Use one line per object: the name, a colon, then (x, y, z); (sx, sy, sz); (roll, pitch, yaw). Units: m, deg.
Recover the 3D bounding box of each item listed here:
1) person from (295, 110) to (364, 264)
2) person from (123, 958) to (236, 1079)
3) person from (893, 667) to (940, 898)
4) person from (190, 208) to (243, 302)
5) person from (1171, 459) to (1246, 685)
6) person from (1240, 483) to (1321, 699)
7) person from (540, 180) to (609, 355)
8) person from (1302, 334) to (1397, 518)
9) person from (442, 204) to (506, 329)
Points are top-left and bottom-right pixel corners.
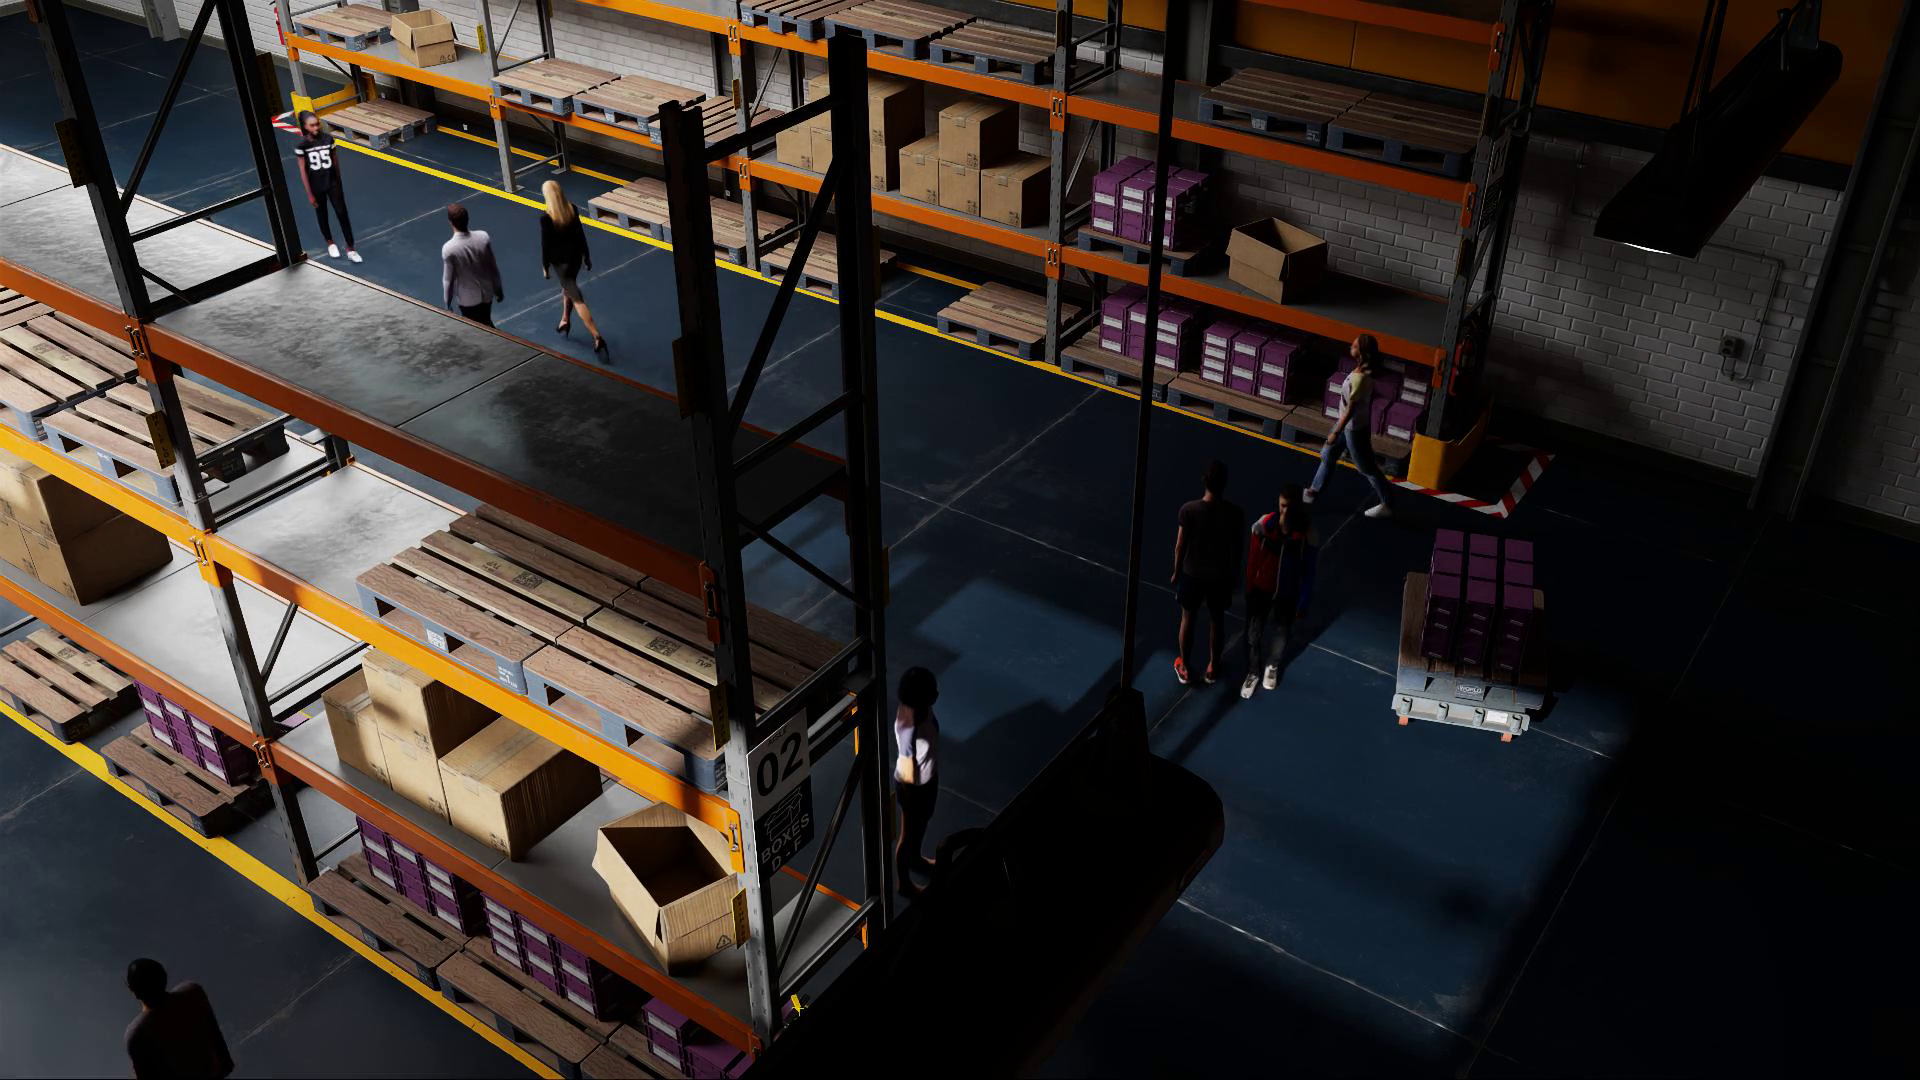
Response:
person: (-7.183, -3.980, 18.677); (0.808, 1.706, 1.012); (-21, 39, -28)
person: (-3.881, 2.787, 8.463); (0.861, 1.742, 0.711); (14, 36, 20)
person: (-0.278, 1.496, 10.415); (0.608, 1.731, 0.643); (9, 35, 13)
person: (-7.090, -2.332, 16.129); (1.110, 1.781, 0.740); (26, 42, 34)
person: (1.800, 0.249, 12.182); (0.667, 1.852, 0.793); (2, 34, 4)
person: (2.341, 0.311, 12.184); (0.738, 1.748, 0.818); (9, 35, 14)
person: (-3.858, -2.667, 16.627); (1.172, 1.788, 0.700); (25, 41, 33)
person: (3.435, -0.904, 14.076); (1.241, 1.675, 0.874); (11, 35, 15)
person: (-4.640, -2.340, 16.093); (0.690, 1.836, 0.756); (28, 43, 35)
